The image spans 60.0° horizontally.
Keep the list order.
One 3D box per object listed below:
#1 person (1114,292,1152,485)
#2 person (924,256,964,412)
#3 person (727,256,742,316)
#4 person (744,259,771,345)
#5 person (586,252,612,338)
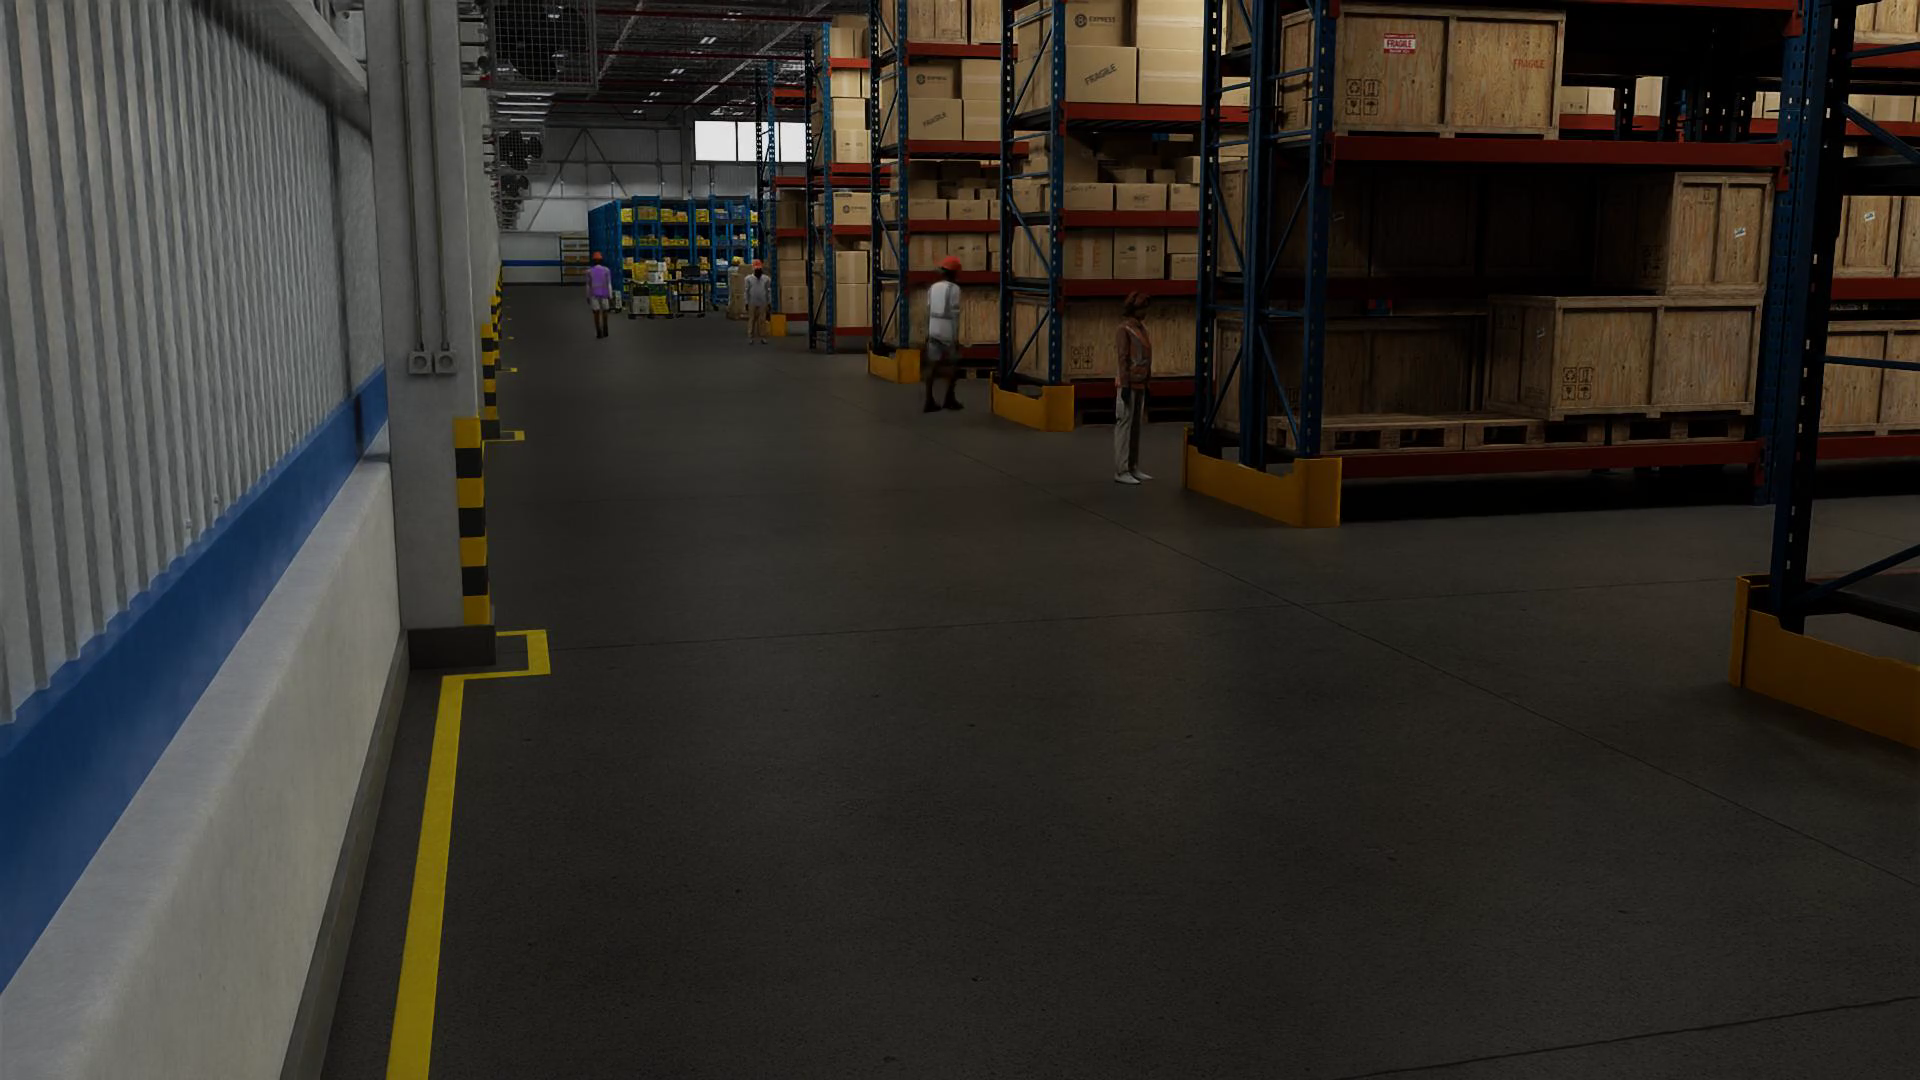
[{"bbox_3d":[1.481,-1.301,14.263,0.307,1.637,0.512,5,11,27],"label":"person"},{"bbox_3d":[-0.175,-2.523,20.415,0.696,1.897,0.735,10,14,43],"label":"person"},{"bbox_3d":[-6.495,-7.327,48.118,0.485,1.734,0.348,5,11,26],"label":"person"},{"bbox_3d":[-4.174,-4.911,34.364,0.561,1.753,0.327,-3,10,-15],"label":"person"},{"bbox_3d":[-8.005,-5.430,36.924,0.571,1.884,0.972,-1,10,-8],"label":"person"}]
